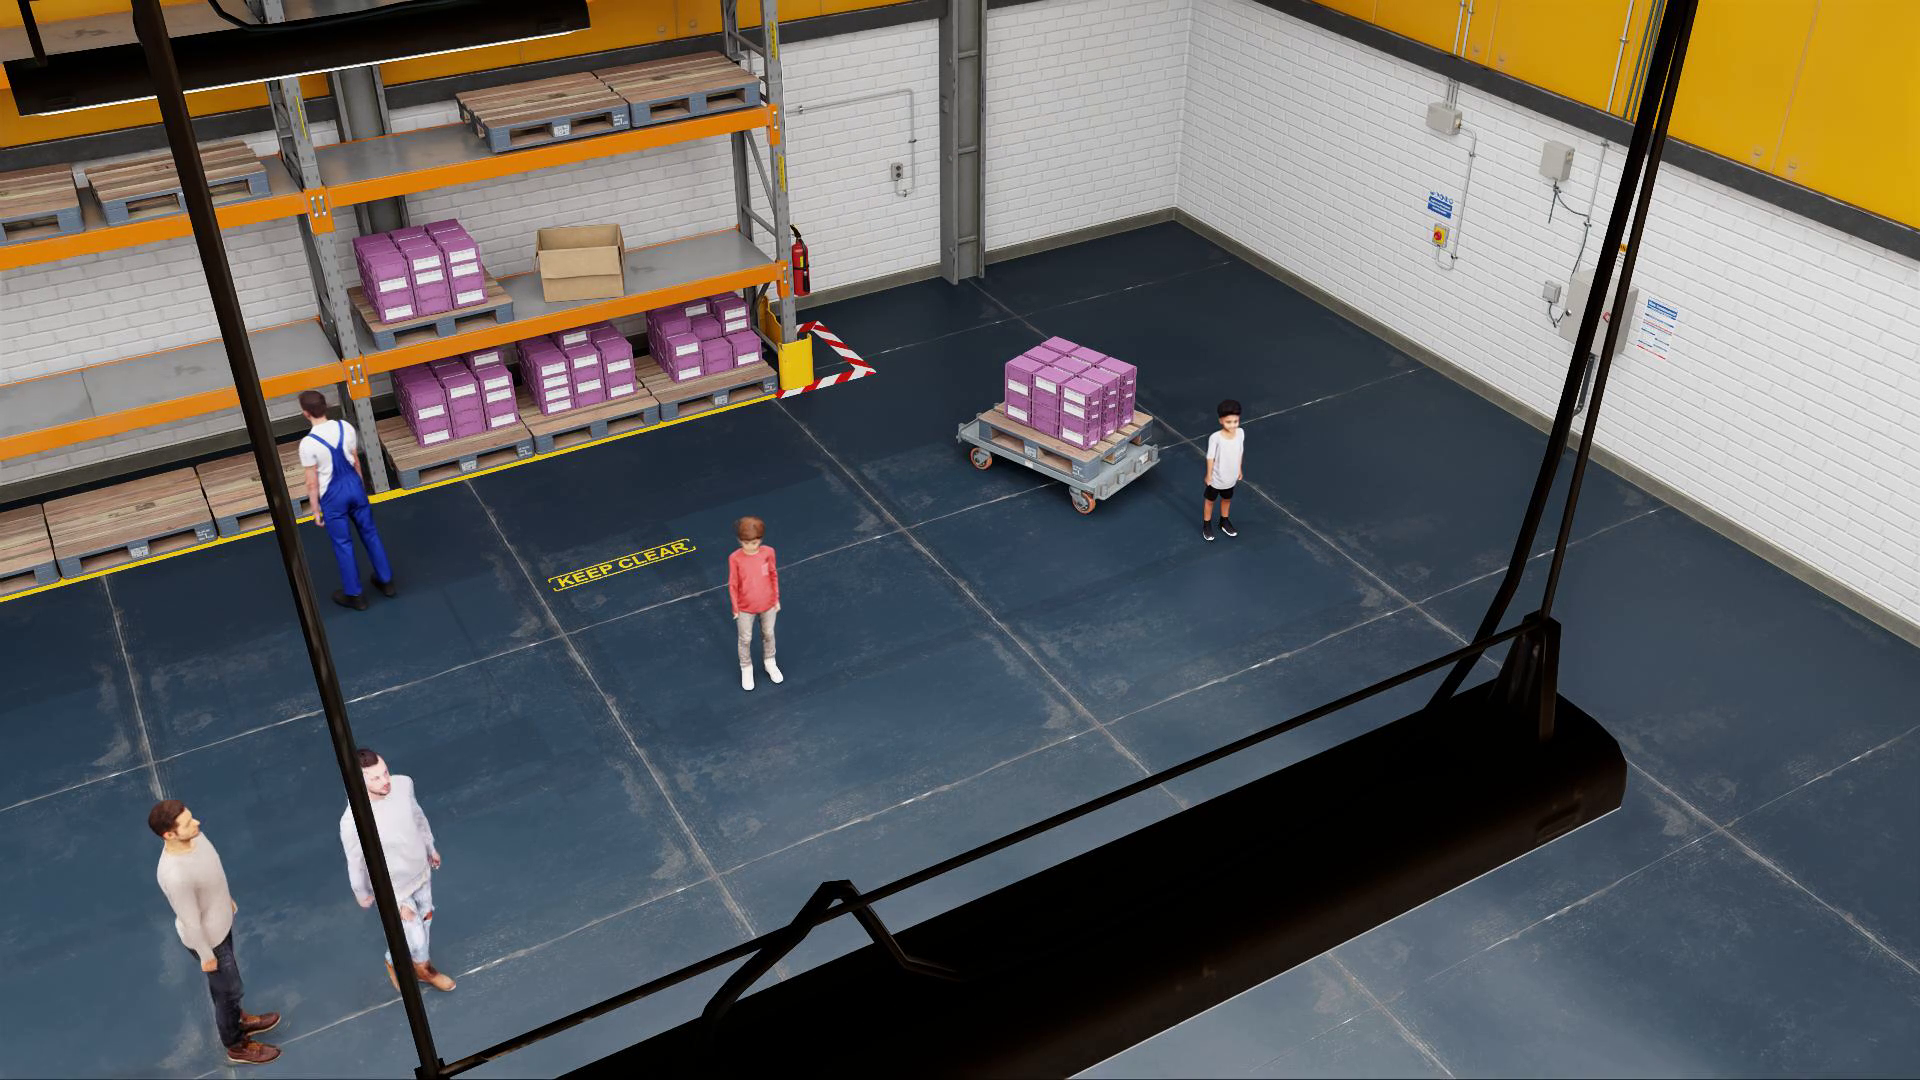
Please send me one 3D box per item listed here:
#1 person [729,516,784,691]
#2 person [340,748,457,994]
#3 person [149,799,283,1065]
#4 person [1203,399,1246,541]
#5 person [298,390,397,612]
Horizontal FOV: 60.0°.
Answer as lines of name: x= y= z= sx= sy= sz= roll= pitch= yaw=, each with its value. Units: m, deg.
person: x=-1.493 y=0.431 z=12.107 sx=0.455 sy=1.417 sz=0.605 roll=-12 pitch=35 yaw=-17
person: x=-3.278 y=1.889 z=9.541 sx=0.867 sy=1.831 sz=0.780 roll=14 pitch=36 yaw=20
person: x=-4.166 y=2.139 z=9.133 sx=0.635 sy=1.866 sz=0.709 roll=-10 pitch=35 yaw=-14
person: x=2.193 y=-0.601 z=13.802 sx=0.487 sy=1.260 sz=0.594 roll=-9 pitch=35 yaw=-14
person: x=-4.774 y=-0.324 z=12.858 sx=0.766 sy=1.844 sz=0.645 roll=26 pitch=42 yaw=33
